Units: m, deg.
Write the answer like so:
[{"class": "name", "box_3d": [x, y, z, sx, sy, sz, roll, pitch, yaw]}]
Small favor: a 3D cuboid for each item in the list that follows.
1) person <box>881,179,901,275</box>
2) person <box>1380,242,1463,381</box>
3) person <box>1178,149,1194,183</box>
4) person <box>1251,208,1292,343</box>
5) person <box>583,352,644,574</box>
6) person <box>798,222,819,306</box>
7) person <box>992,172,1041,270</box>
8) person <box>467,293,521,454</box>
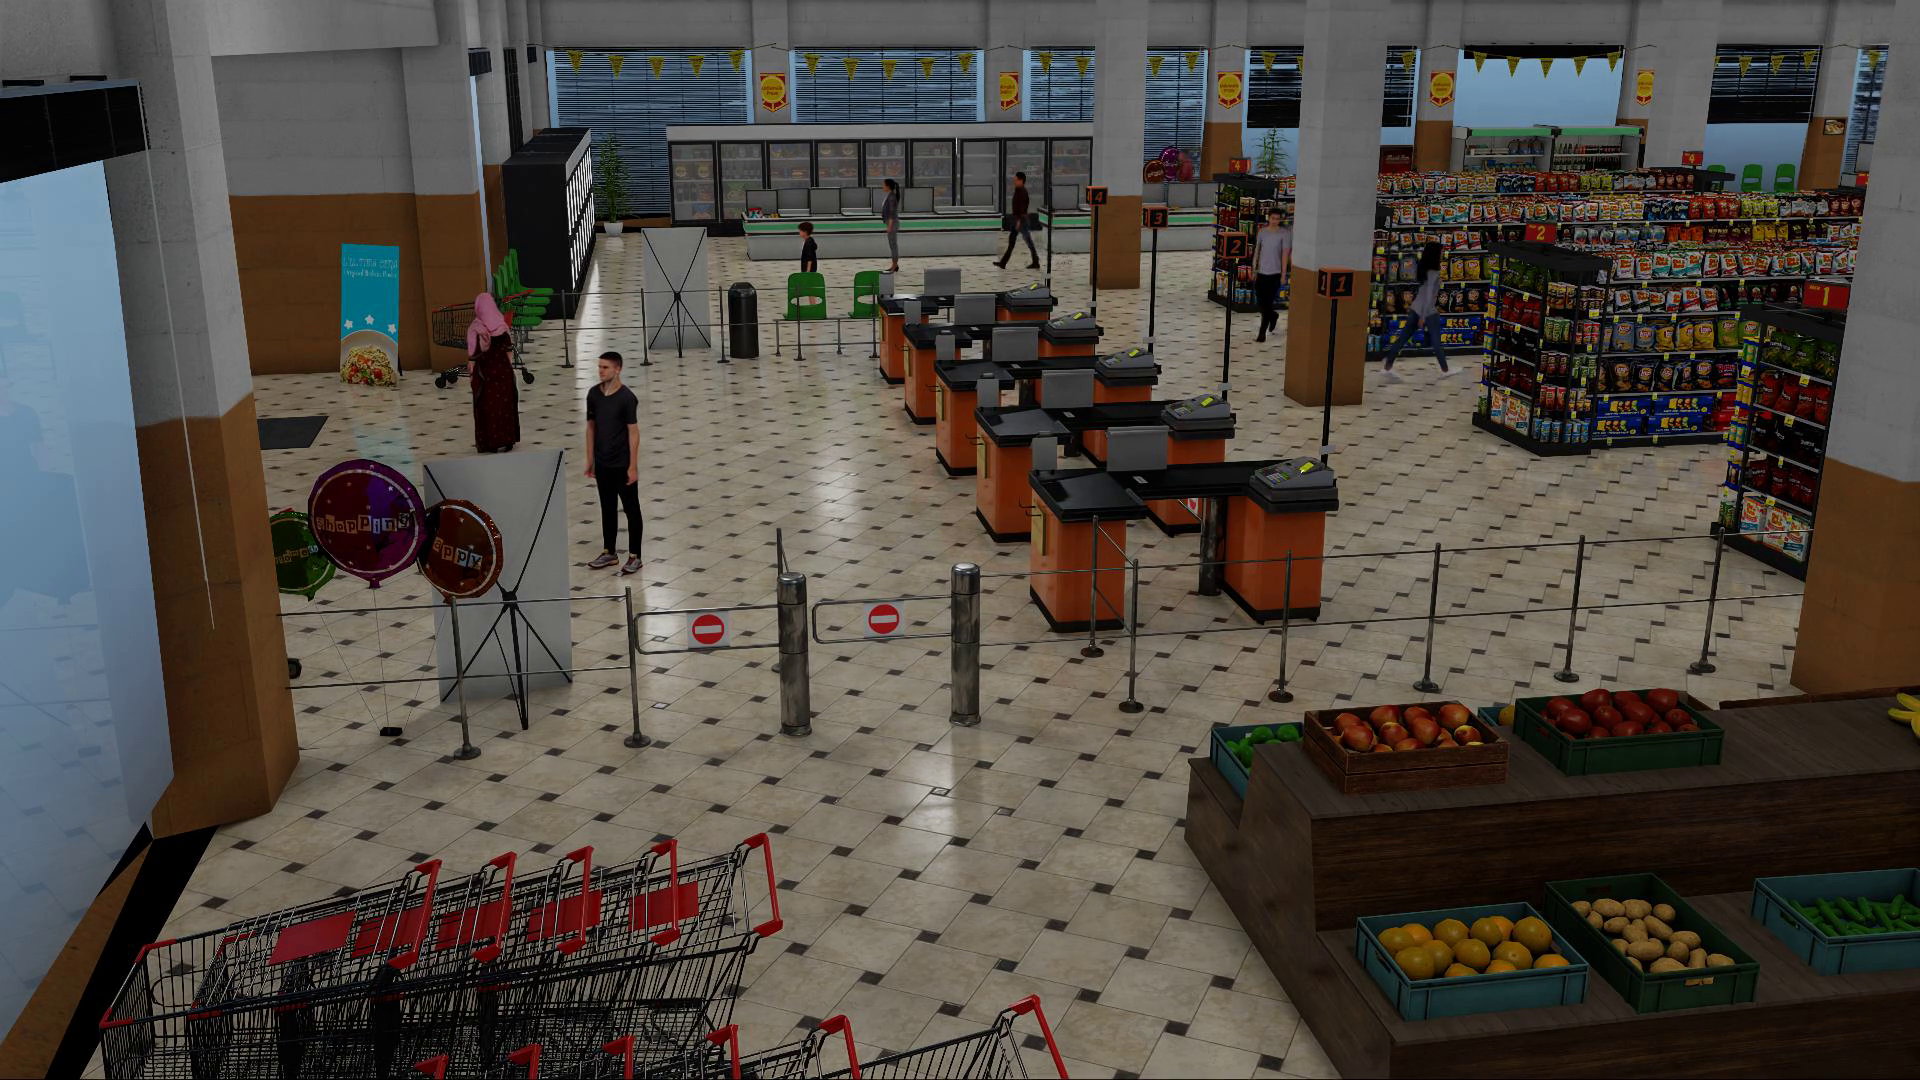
[{"class": "person", "box_3d": [-1.210, -5.632, 29.828, 0.642, 1.678, 0.663, 1, 17, 2]}, {"class": "person", "box_3d": [5.546, -2.742, 20.304, 1.226, 1.681, 0.590, -2, 17, -8]}, {"class": "person", "box_3d": [4.887, -7.363, 35.346, 1.287, 1.783, 1.042, 5, 18, 16]}, {"class": "person", "box_3d": [4.350, -3.697, 23.182, 1.100, 1.836, 1.168, 14, 22, 39]}, {"class": "person", "box_3d": [-2.725, -0.622, 13.181, 0.693, 1.764, 0.785, 8, 19, 26]}, {"class": "person", "box_3d": [-2.286, -4.064, 25.063, 0.509, 1.446, 0.545, -2, 17, -6]}, {"class": "person", "box_3d": [1.187, -5.715, 30.019, 1.156, 1.725, 0.756, -5, 18, -16]}, {"class": "person", "box_3d": [-4.786, -1.715, 16.993, 0.695, 1.639, 0.813, -12, 21, -35]}]
